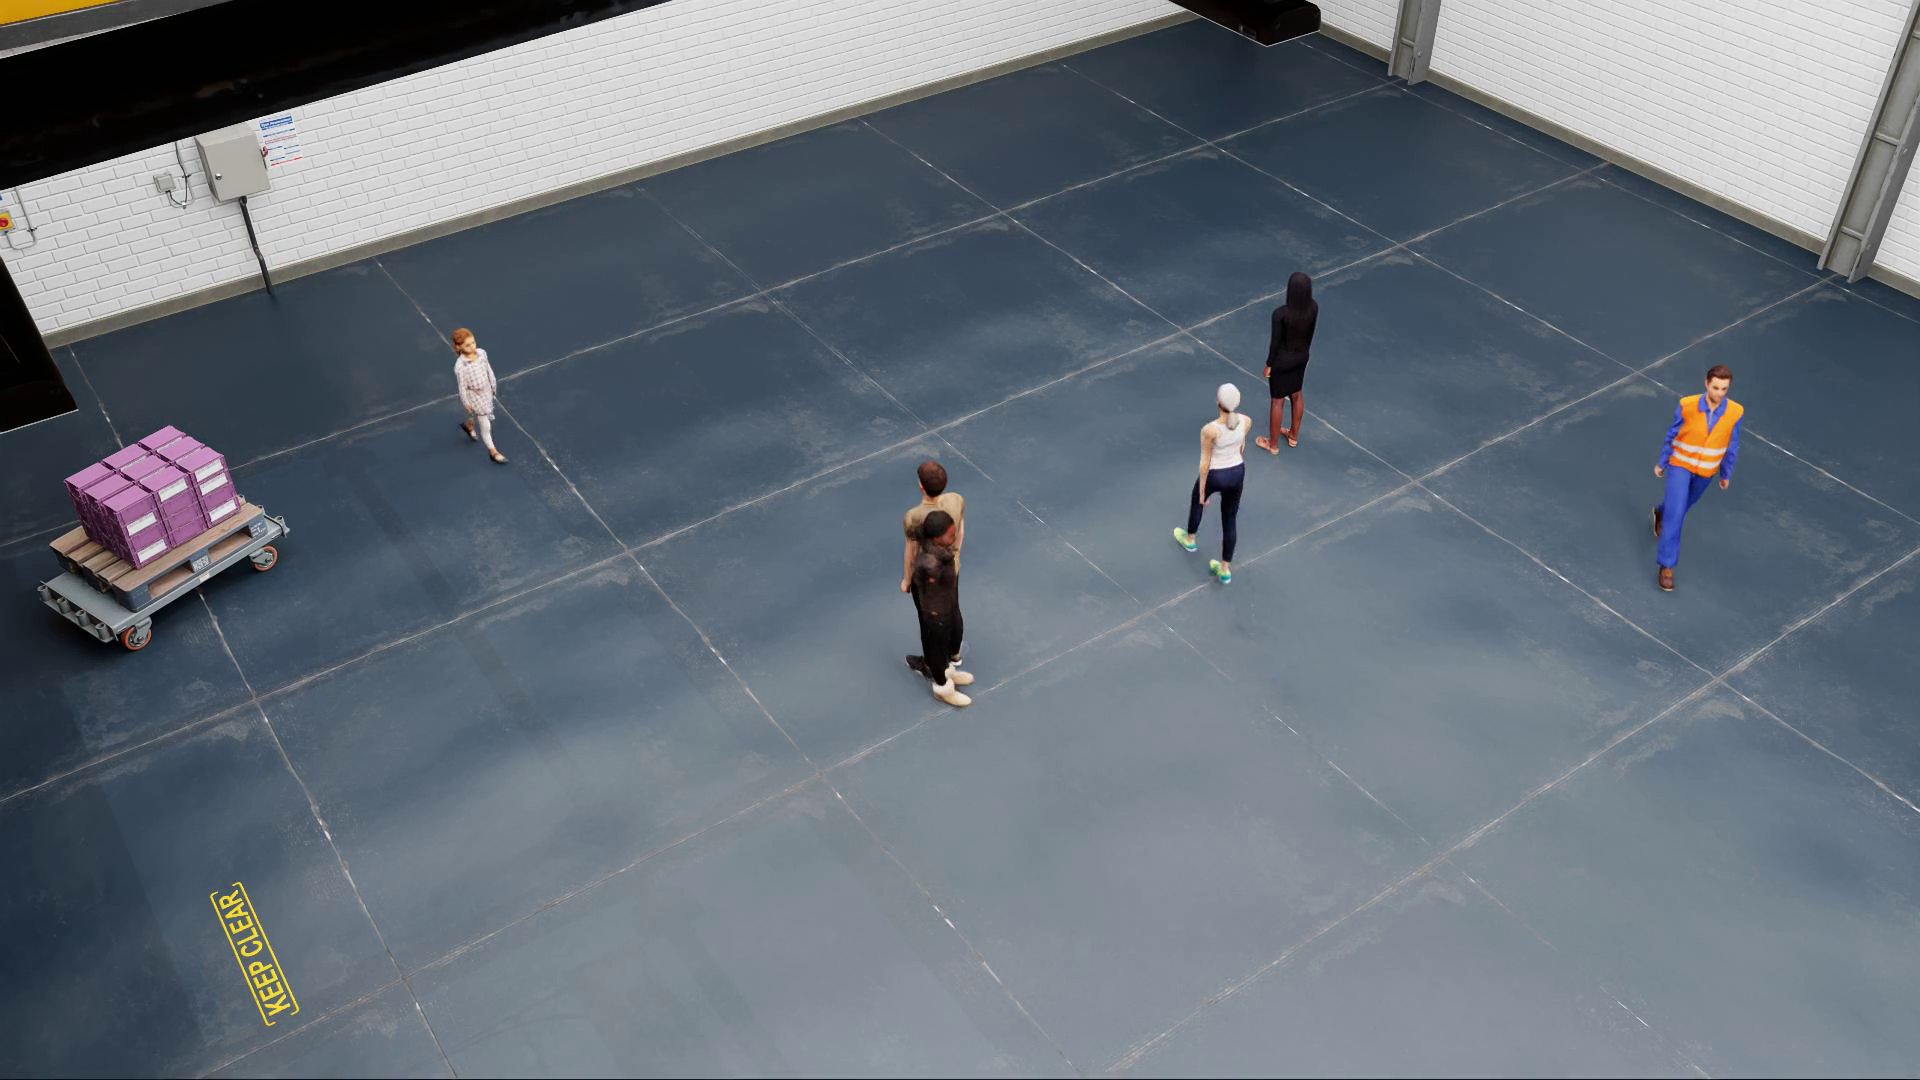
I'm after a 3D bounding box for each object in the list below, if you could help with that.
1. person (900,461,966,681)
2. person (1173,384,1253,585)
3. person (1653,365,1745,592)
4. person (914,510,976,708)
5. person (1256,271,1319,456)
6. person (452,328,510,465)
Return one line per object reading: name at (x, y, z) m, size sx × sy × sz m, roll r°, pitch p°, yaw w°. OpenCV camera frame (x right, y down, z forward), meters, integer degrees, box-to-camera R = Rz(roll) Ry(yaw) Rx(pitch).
person at (-0.177, 0.213, 11.880) m, size 0.657 × 1.851 × 0.554 m, roll -25°, pitch 45°, yaw -28°
person at (2.051, -0.392, 12.779) m, size 0.764 × 1.674 × 1.004 m, roll -11°, pitch 40°, yaw -13°
person at (5.669, -0.588, 12.901) m, size 1.194 × 1.828 × 1.270 m, roll 5°, pitch 39°, yaw 6°
person at (-0.162, 0.471, 11.708) m, size 0.715 × 1.662 × 0.769 m, roll 28°, pitch 46°, yaw 30°
person at (2.793, -1.520, 14.154) m, size 0.632 × 1.721 × 0.519 m, roll -19°, pitch 42°, yaw -22°
person at (-4.148, -1.258, 14.167) m, size 0.883 × 1.295 × 0.715 m, roll 22°, pitch 43°, yaw 25°
